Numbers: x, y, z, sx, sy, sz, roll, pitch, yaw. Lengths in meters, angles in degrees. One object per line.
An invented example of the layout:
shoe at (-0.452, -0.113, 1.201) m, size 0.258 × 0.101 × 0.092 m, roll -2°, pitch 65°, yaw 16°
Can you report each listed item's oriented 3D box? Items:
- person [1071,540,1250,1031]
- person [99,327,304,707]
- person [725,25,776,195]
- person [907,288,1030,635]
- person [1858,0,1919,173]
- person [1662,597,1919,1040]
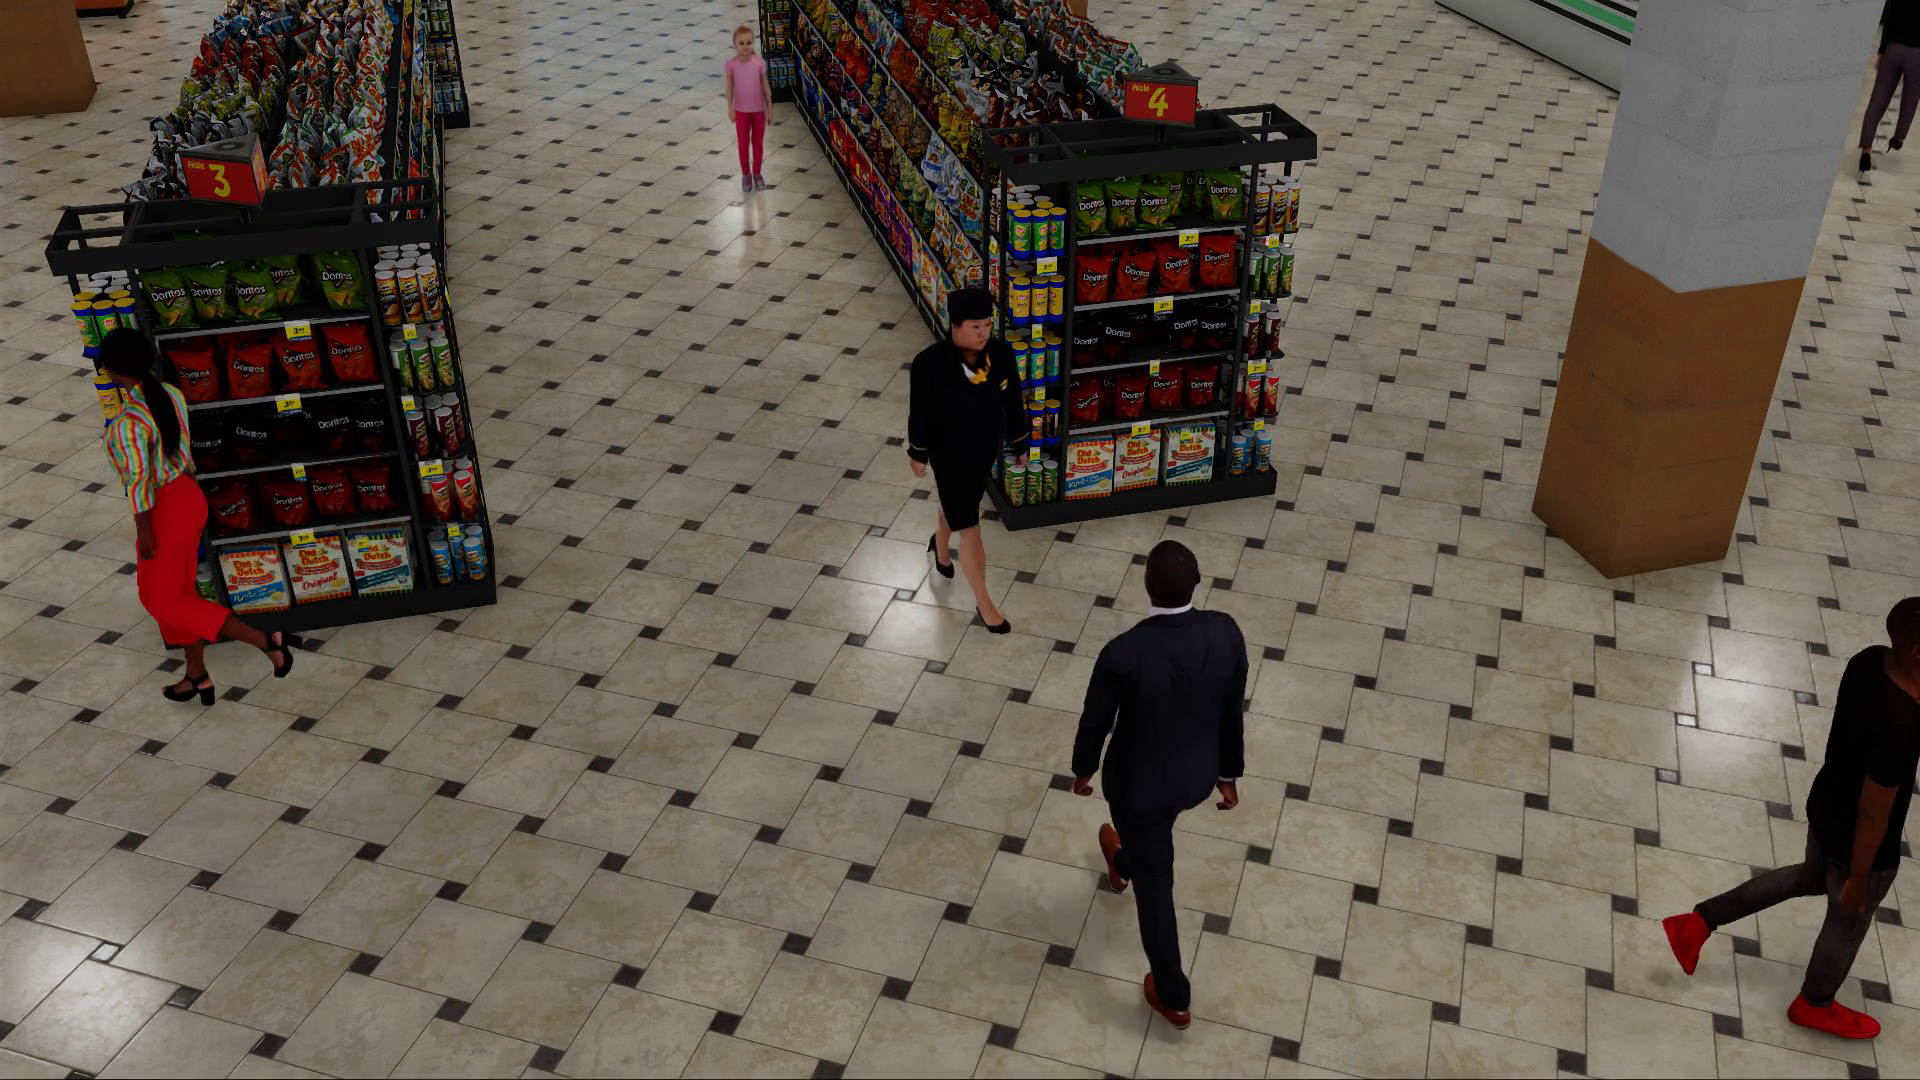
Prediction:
person at (0.702, 0.864, 5.614) m, size 0.743 × 1.776 × 1.202 m, roll -10°, pitch 33°, yaw -15°
person at (-3.254, -0.038, 7.078) m, size 0.844 × 1.762 × 0.928 m, roll -1°, pitch 32°, yaw -1°
person at (-1.636, -3.355, 12.886) m, size 0.483 × 1.257 × 0.521 m, roll -9°, pitch 33°, yaw -13°
person at (-0.010, -0.416, 7.814) m, size 0.845 × 1.626 × 1.156 m, roll -15°, pitch 35°, yaw -23°
person at (7.363, -3.671, 13.055) m, size 1.080 × 1.616 × 1.061 m, roll 22°, pitch 38°, yaw 31°
person at (2.859, 0.923, 5.506) m, size 0.981 × 1.791 × 1.047 m, roll 6°, pitch 32°, yaw 10°
